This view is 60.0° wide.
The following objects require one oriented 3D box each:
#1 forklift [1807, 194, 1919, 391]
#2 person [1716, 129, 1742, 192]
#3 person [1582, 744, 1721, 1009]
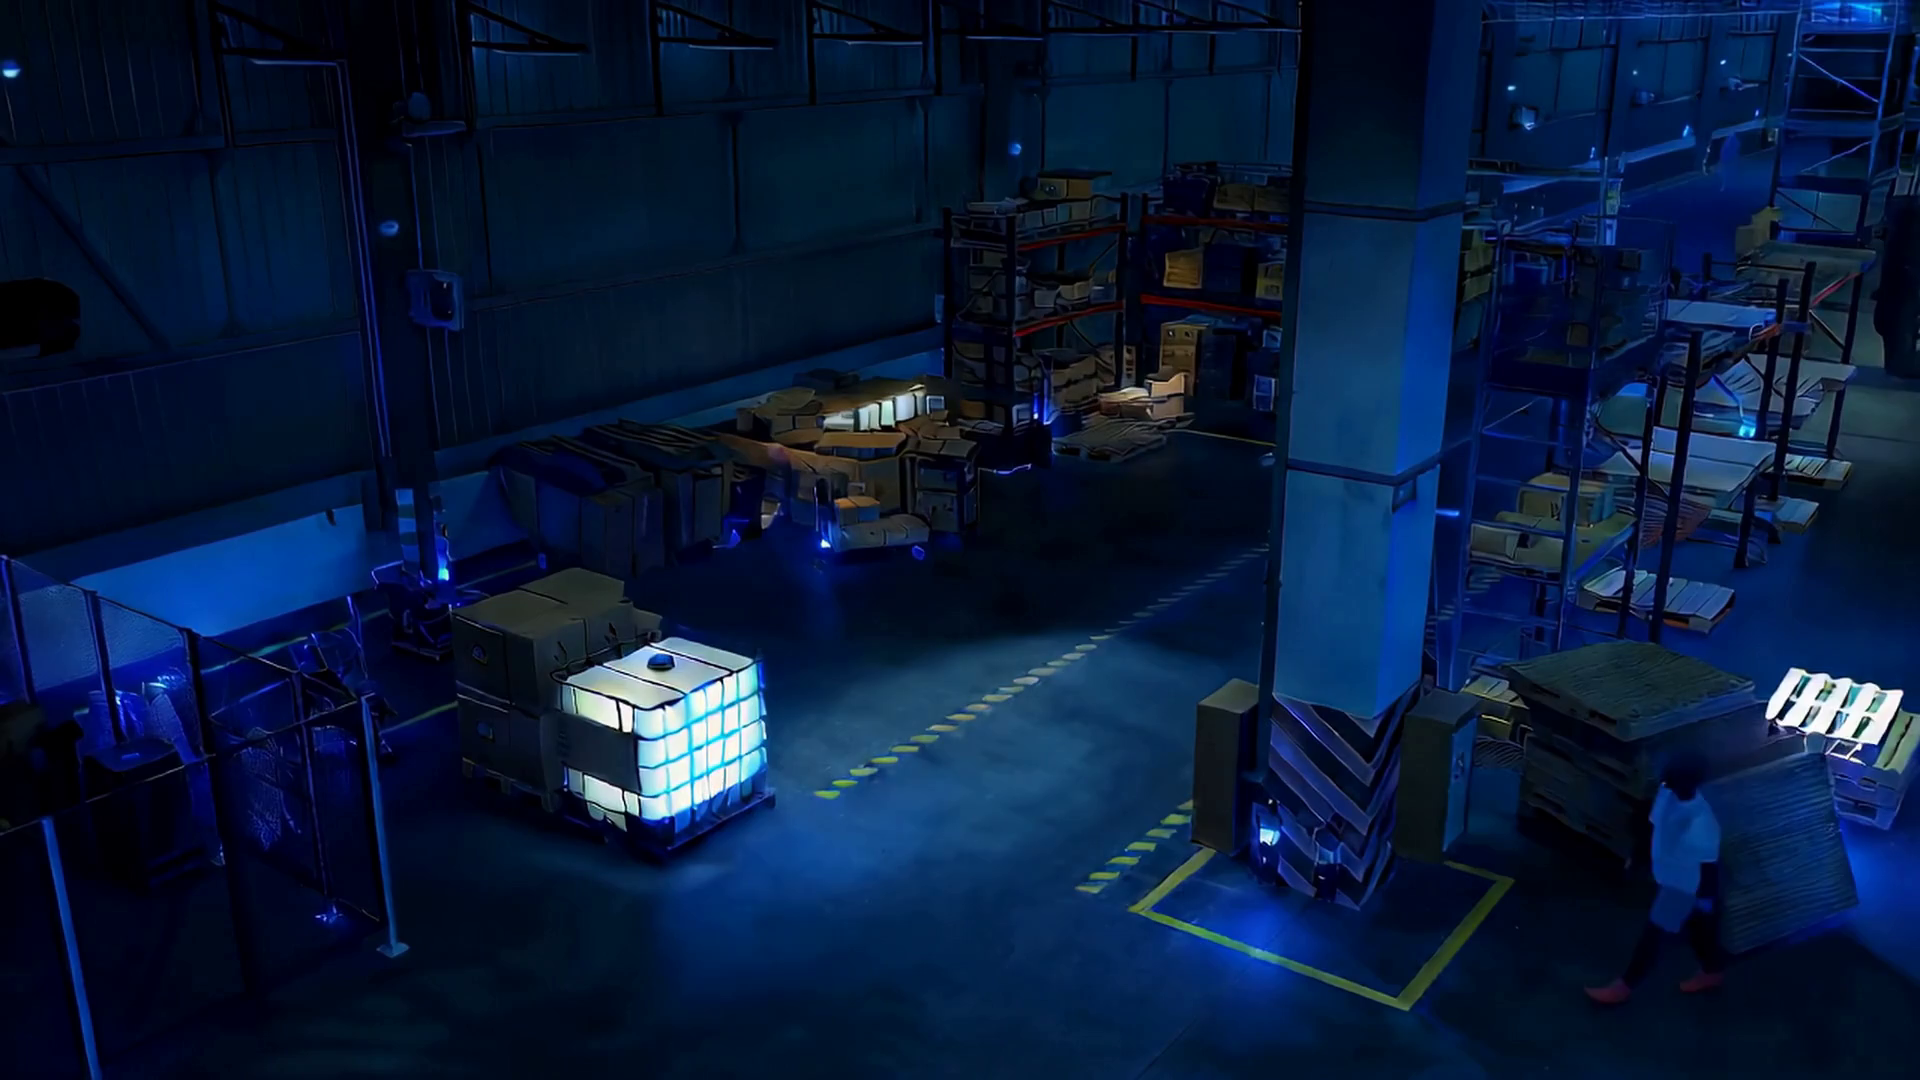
[{"bbox_3d":[14.147,-3.795,25.234,1.873,2.768,1.129,13,22,34],"label":"forklift"},{"bbox_3d":[23.221,-11.476,50.319,0.471,1.887,0.632,-9,20,-24],"label":"person"},{"bbox_3d":[4.125,1.940,9.632,0.910,1.639,0.535,-1,18,-3],"label":"person"}]
